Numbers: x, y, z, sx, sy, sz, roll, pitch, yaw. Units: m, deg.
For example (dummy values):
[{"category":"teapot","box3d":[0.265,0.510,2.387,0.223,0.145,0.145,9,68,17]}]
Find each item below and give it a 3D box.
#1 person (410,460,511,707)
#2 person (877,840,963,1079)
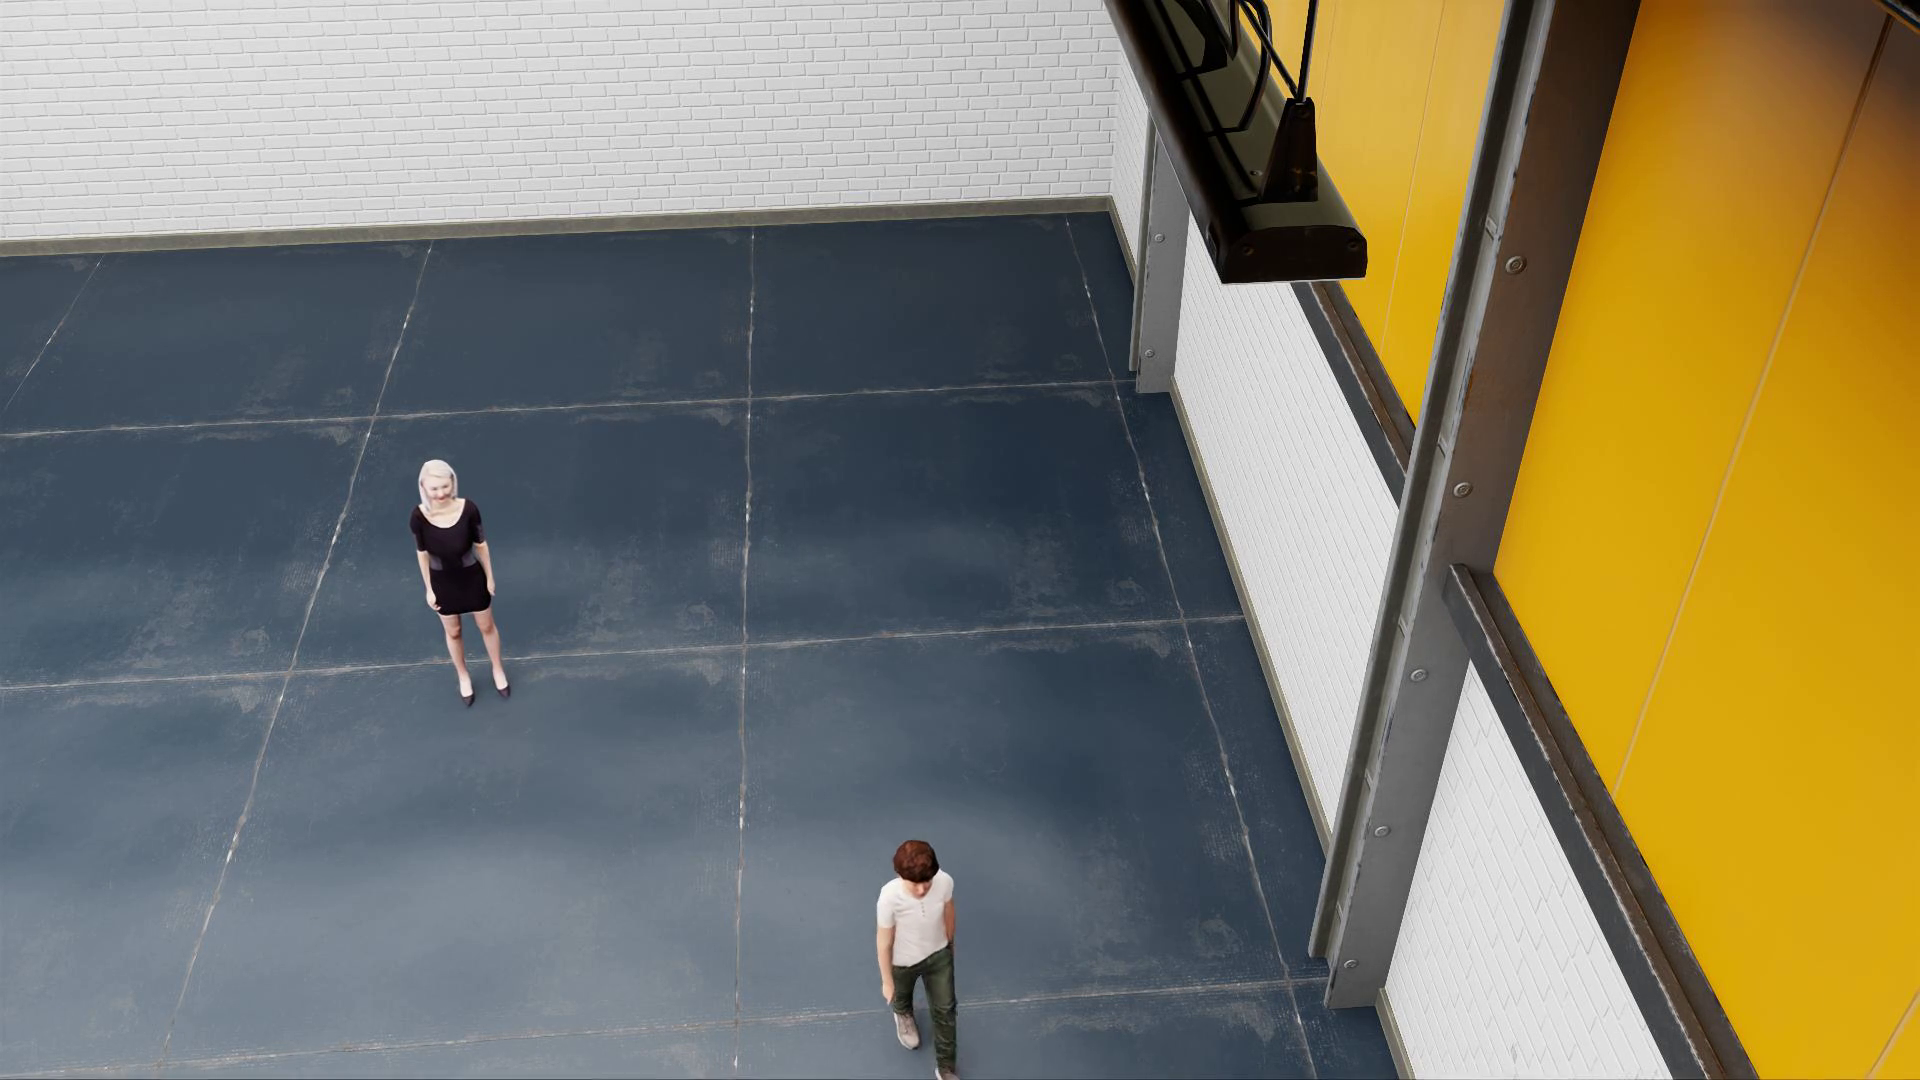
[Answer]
[{"category":"person","box3d":[-3.112,0.259,10.322,0.618,1.832,0.568,-13,40,-16]},{"category":"person","box3d":[-0.242,2.003,8.306,0.750,1.625,1.011,-13,40,-16]}]
